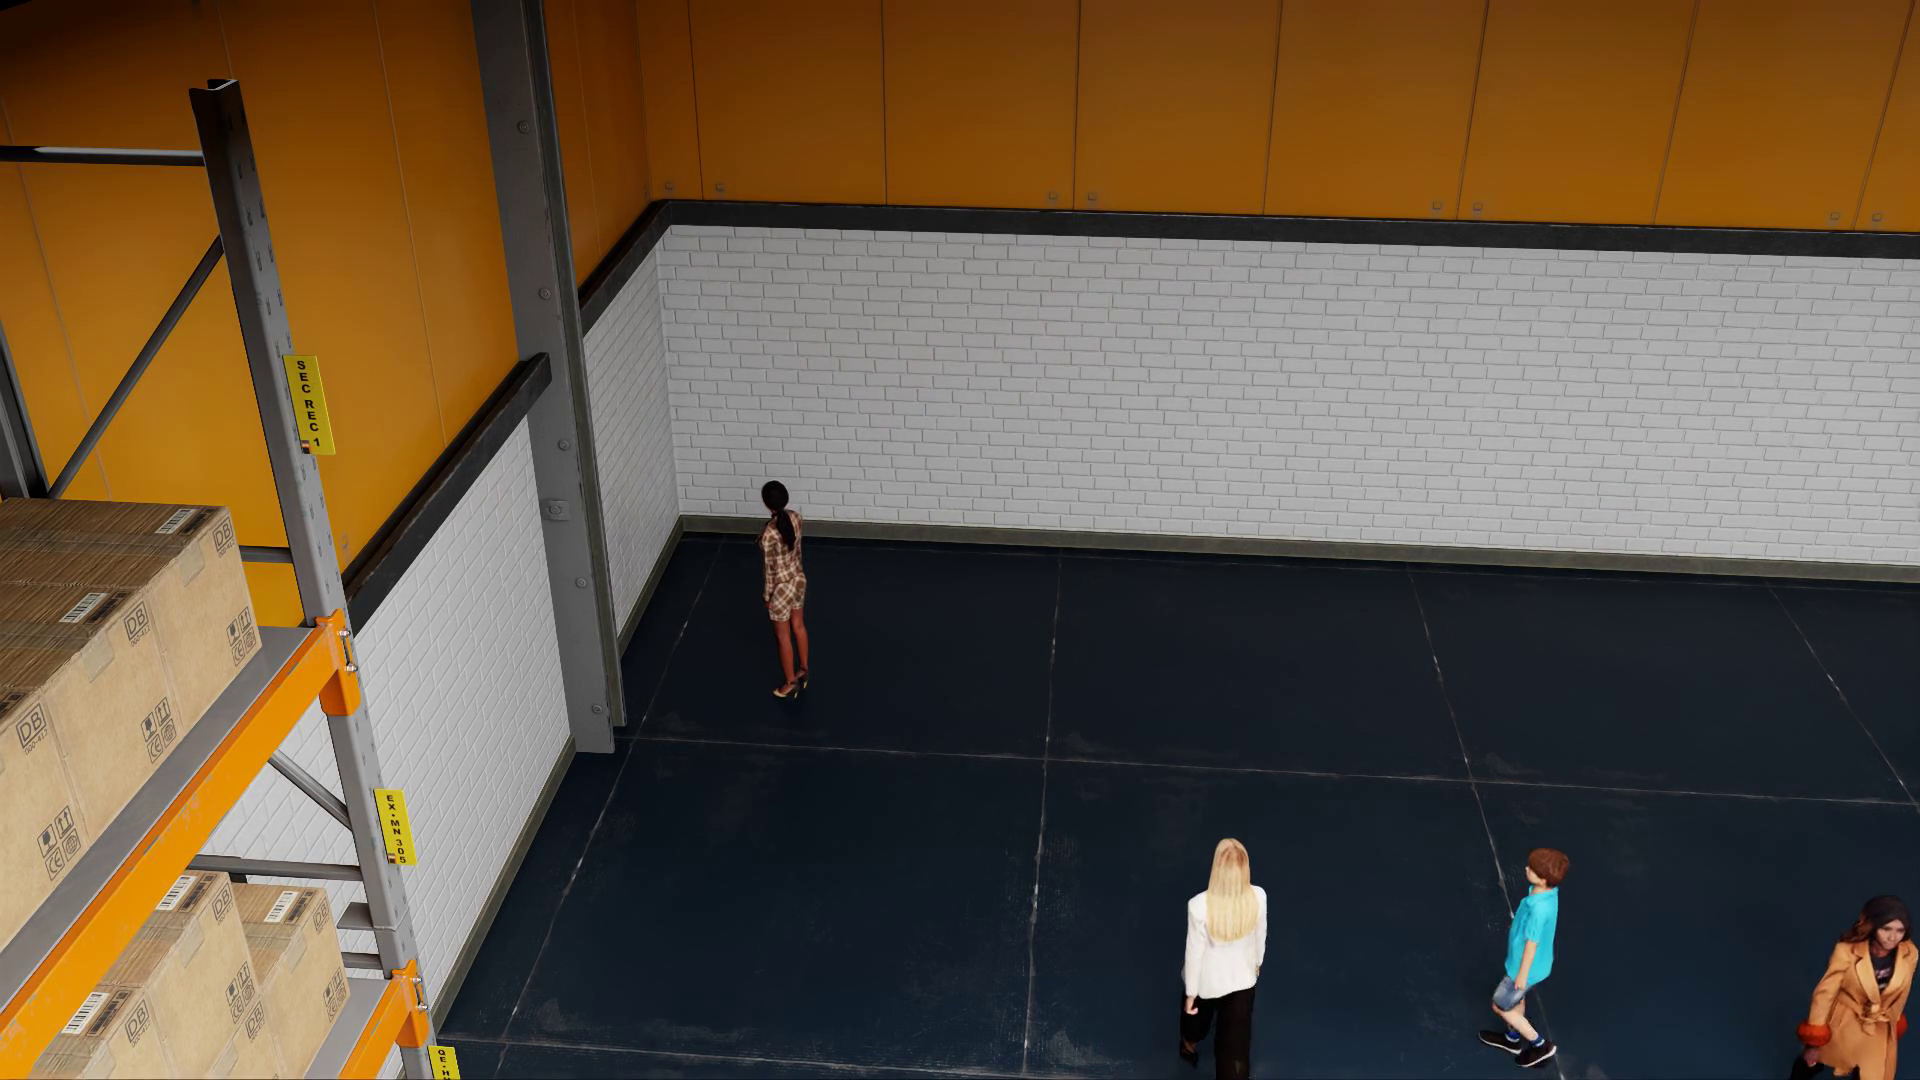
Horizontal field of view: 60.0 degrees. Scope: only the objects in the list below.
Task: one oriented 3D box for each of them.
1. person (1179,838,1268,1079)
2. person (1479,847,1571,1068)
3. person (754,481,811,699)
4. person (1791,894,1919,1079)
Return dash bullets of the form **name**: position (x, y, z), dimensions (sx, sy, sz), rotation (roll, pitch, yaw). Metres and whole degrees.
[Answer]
- **person**: position (1.380, 2.379, 8.551), dimensions (0.827, 1.808, 1.253), rotation (-5, 29, -9)
- **person**: position (3.166, 2.301, 9.080), dimensions (0.714, 1.438, 0.675), rotation (14, 32, 24)
- **person**: position (-1.288, 0.369, 12.253), dimensions (0.726, 1.792, 0.624), rotation (17, 33, 28)
- **person**: position (4.519, 2.463, 8.526), dimensions (0.758, 1.684, 1.116), rotation (4, 29, 7)
